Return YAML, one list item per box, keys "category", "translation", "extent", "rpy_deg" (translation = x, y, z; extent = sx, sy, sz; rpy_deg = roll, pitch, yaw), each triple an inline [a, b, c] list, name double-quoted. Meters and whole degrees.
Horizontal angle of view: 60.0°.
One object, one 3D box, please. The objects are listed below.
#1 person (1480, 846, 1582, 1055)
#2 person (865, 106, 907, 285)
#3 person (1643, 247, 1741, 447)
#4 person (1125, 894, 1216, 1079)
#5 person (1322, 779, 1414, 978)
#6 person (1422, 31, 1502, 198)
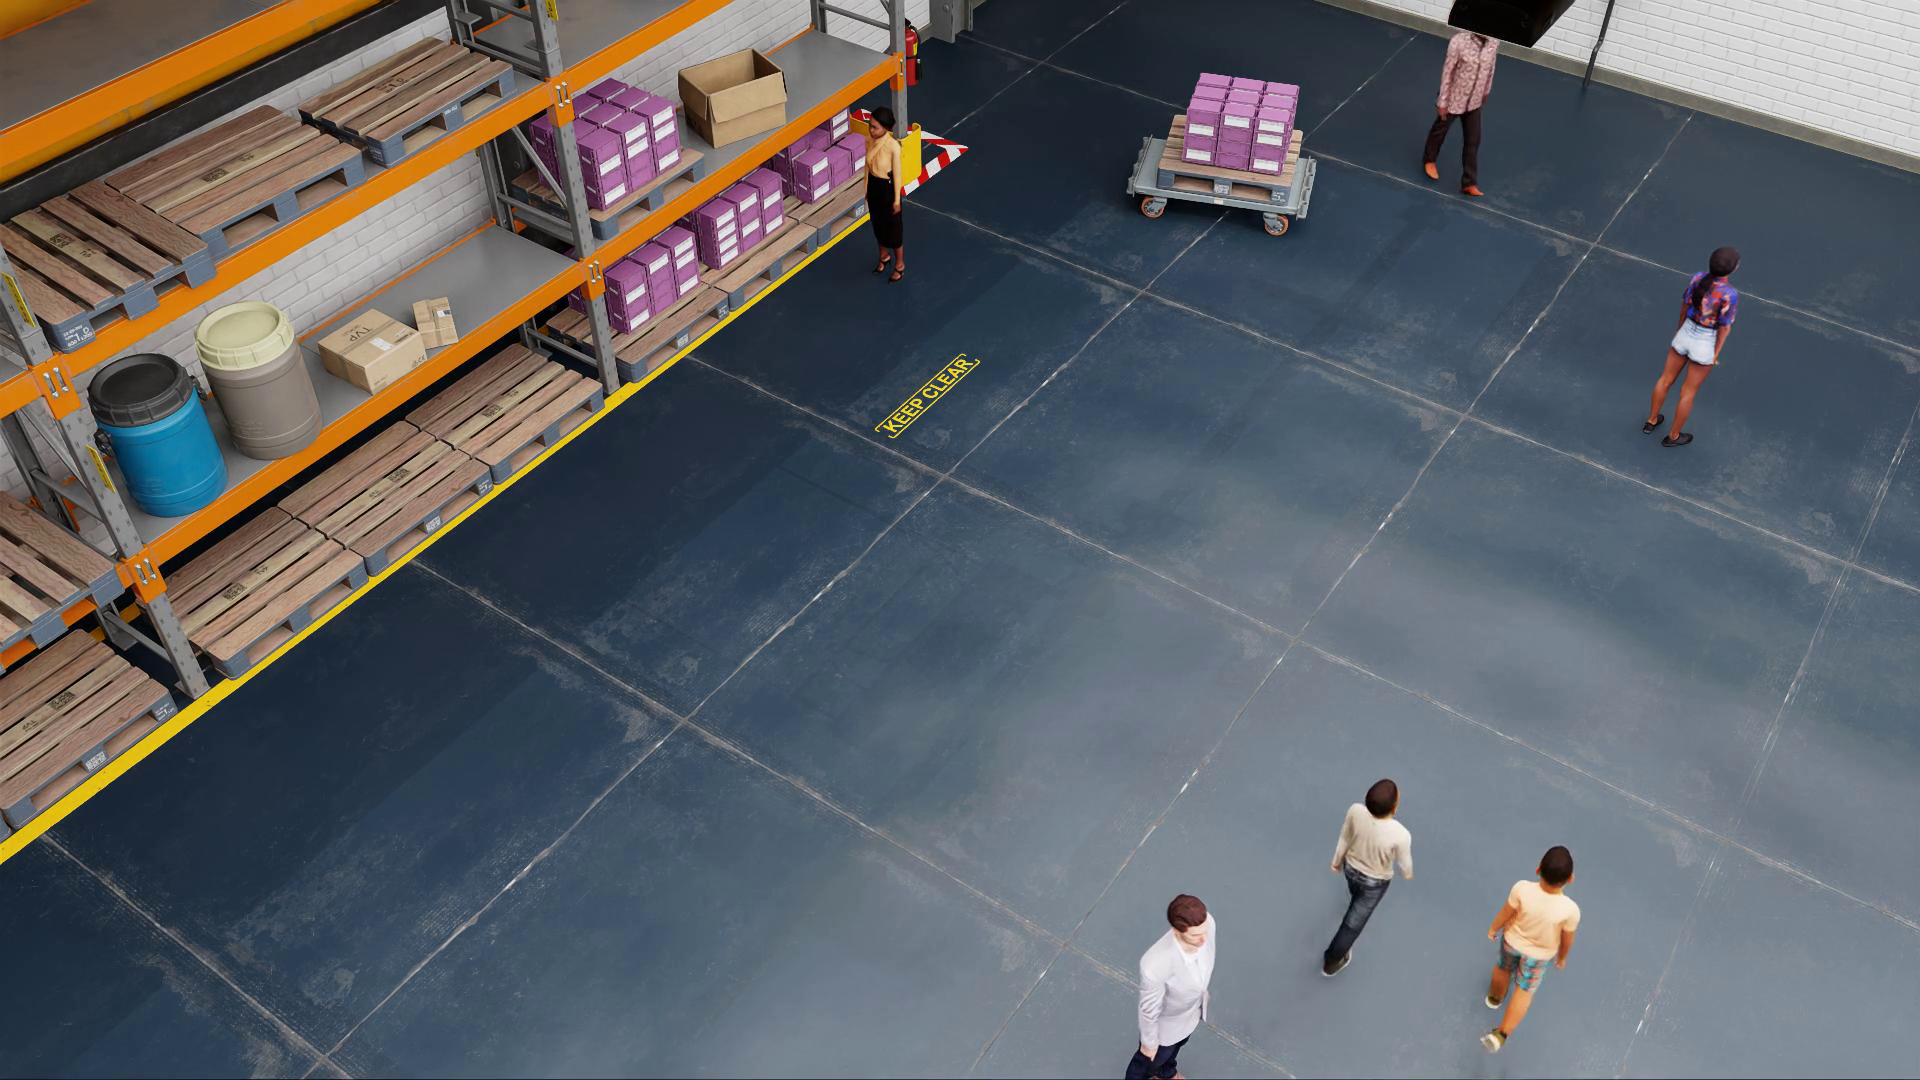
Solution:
- category: "person"
  translation: [3.046, 2.225, 8.947]
  extent: [0.587, 1.443, 0.842]
  rpy_deg: [22, 48, 21]
- category: "person"
  translation: [-0.633, -2.946, 14.223]
  extent: [0.575, 1.651, 0.549]
  rpy_deg: [31, 52, 28]
- category: "person"
  translation: [5.580, -1.482, 12.622]
  extent: [0.651, 1.741, 0.660]
  rpy_deg: [-22, 48, -21]
- category: "person"
  translation: [1.083, 2.383, 8.484]
  extent: [0.765, 1.853, 0.560]
  rpy_deg: [33, 53, 30]
- category: "person"
  translation: [2.233, 1.909, 9.289]
  extent: [0.655, 1.428, 1.019]
  rpy_deg: [34, 53, 30]
- category: "person"
  translation: [4.600, -4.116, 15.374]
  extent: [1.144, 1.759, 1.212]
  rpy_deg: [-7, 44, -7]
